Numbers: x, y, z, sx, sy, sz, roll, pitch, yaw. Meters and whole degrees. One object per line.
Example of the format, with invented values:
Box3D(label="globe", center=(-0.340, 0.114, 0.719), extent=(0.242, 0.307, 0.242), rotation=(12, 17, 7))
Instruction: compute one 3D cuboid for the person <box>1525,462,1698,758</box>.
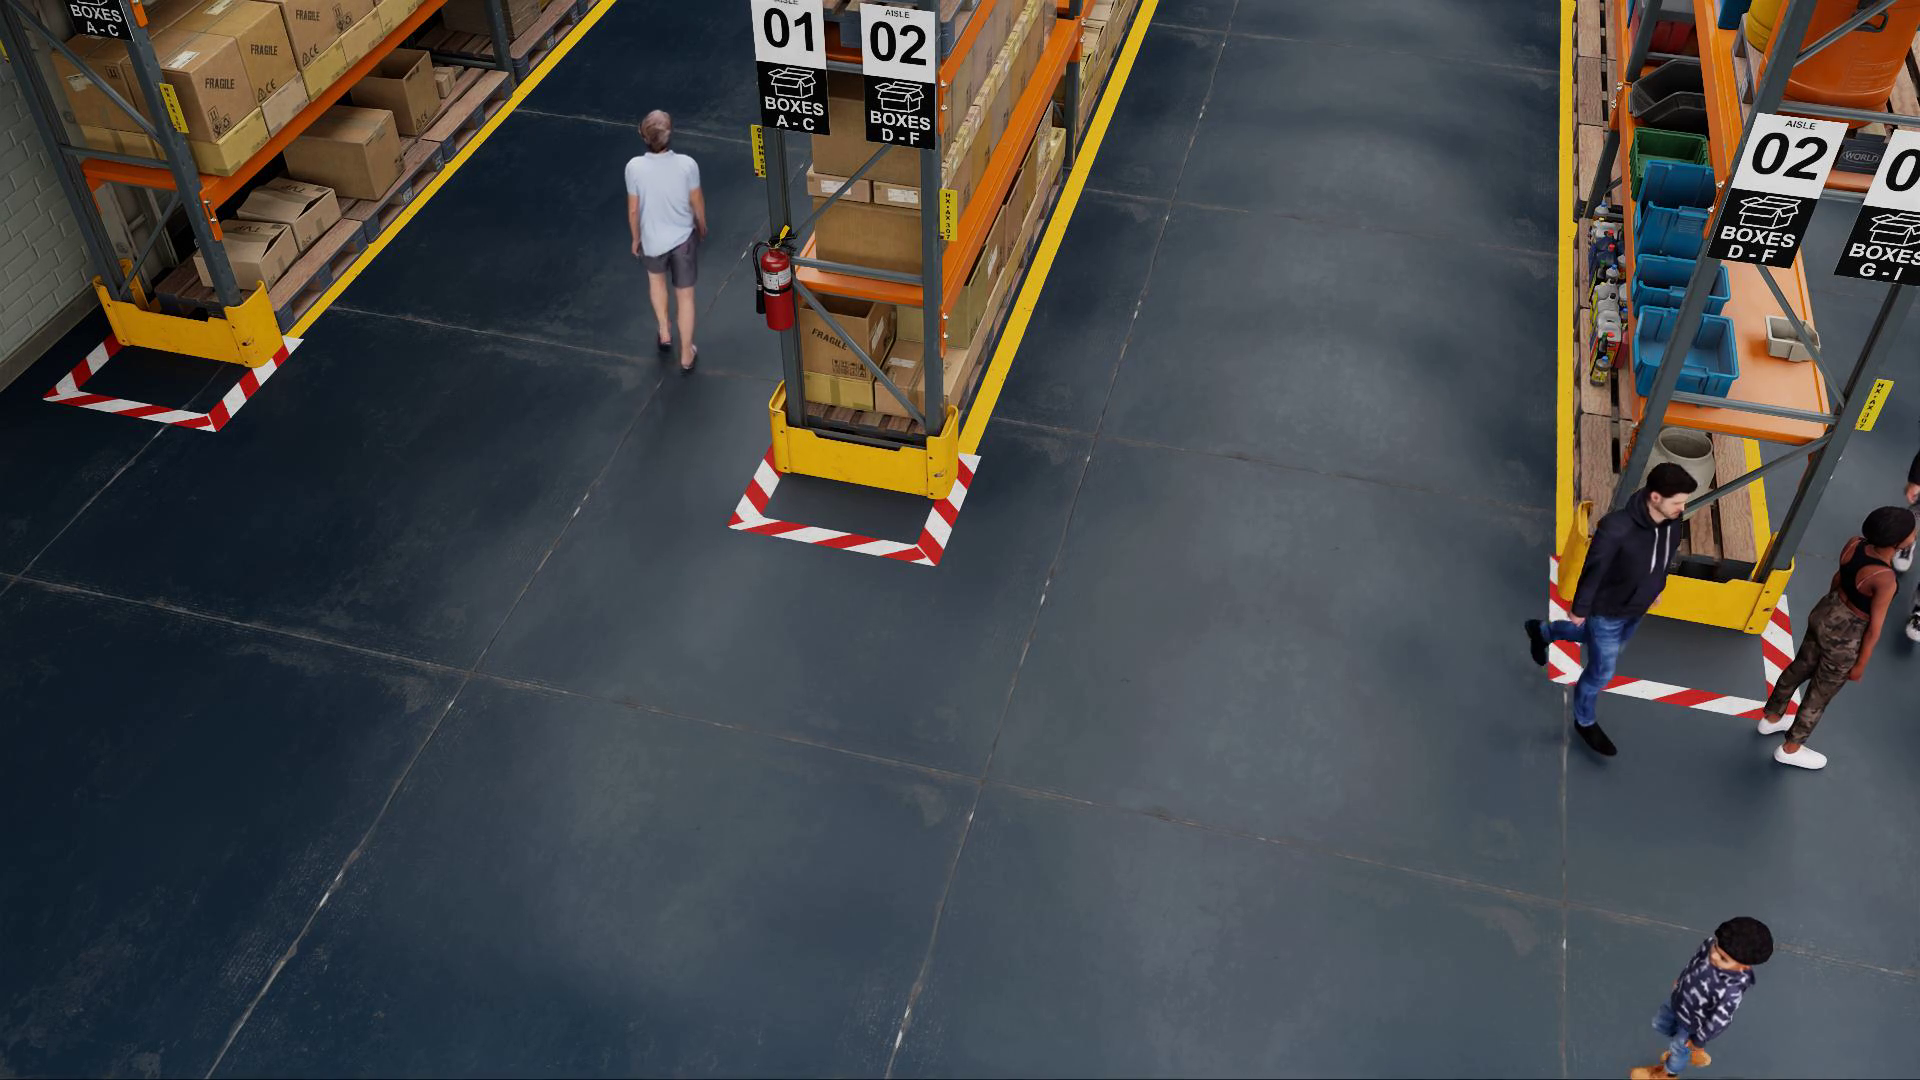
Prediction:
Box3D(label="person", center=(3.339, 0.254, 8.603), extent=(1.107, 1.866, 1.164), rotation=(-22, 47, -22))

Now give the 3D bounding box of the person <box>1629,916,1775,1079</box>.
Box3D(label="person", center=(3.248, 2.012, 7.174), extent=(0.613, 1.246, 0.541), rotation=(4, 43, 4))

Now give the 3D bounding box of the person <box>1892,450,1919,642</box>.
Box3D(label="person", center=(5.626, -0.447, 9.325), extent=(0.920, 1.904, 1.290), rotation=(21, 47, 21))

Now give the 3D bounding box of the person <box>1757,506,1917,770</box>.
Box3D(label="person", center=(4.479, 0.480, 8.484), extent=(0.696, 1.698, 0.569), rotation=(-2, 43, -2))

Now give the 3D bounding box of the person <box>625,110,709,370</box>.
Box3D(label="person", center=(-1.925, -1.913, 10.960), extent=(0.775, 1.815, 0.835), rotation=(-4, 43, -4))
